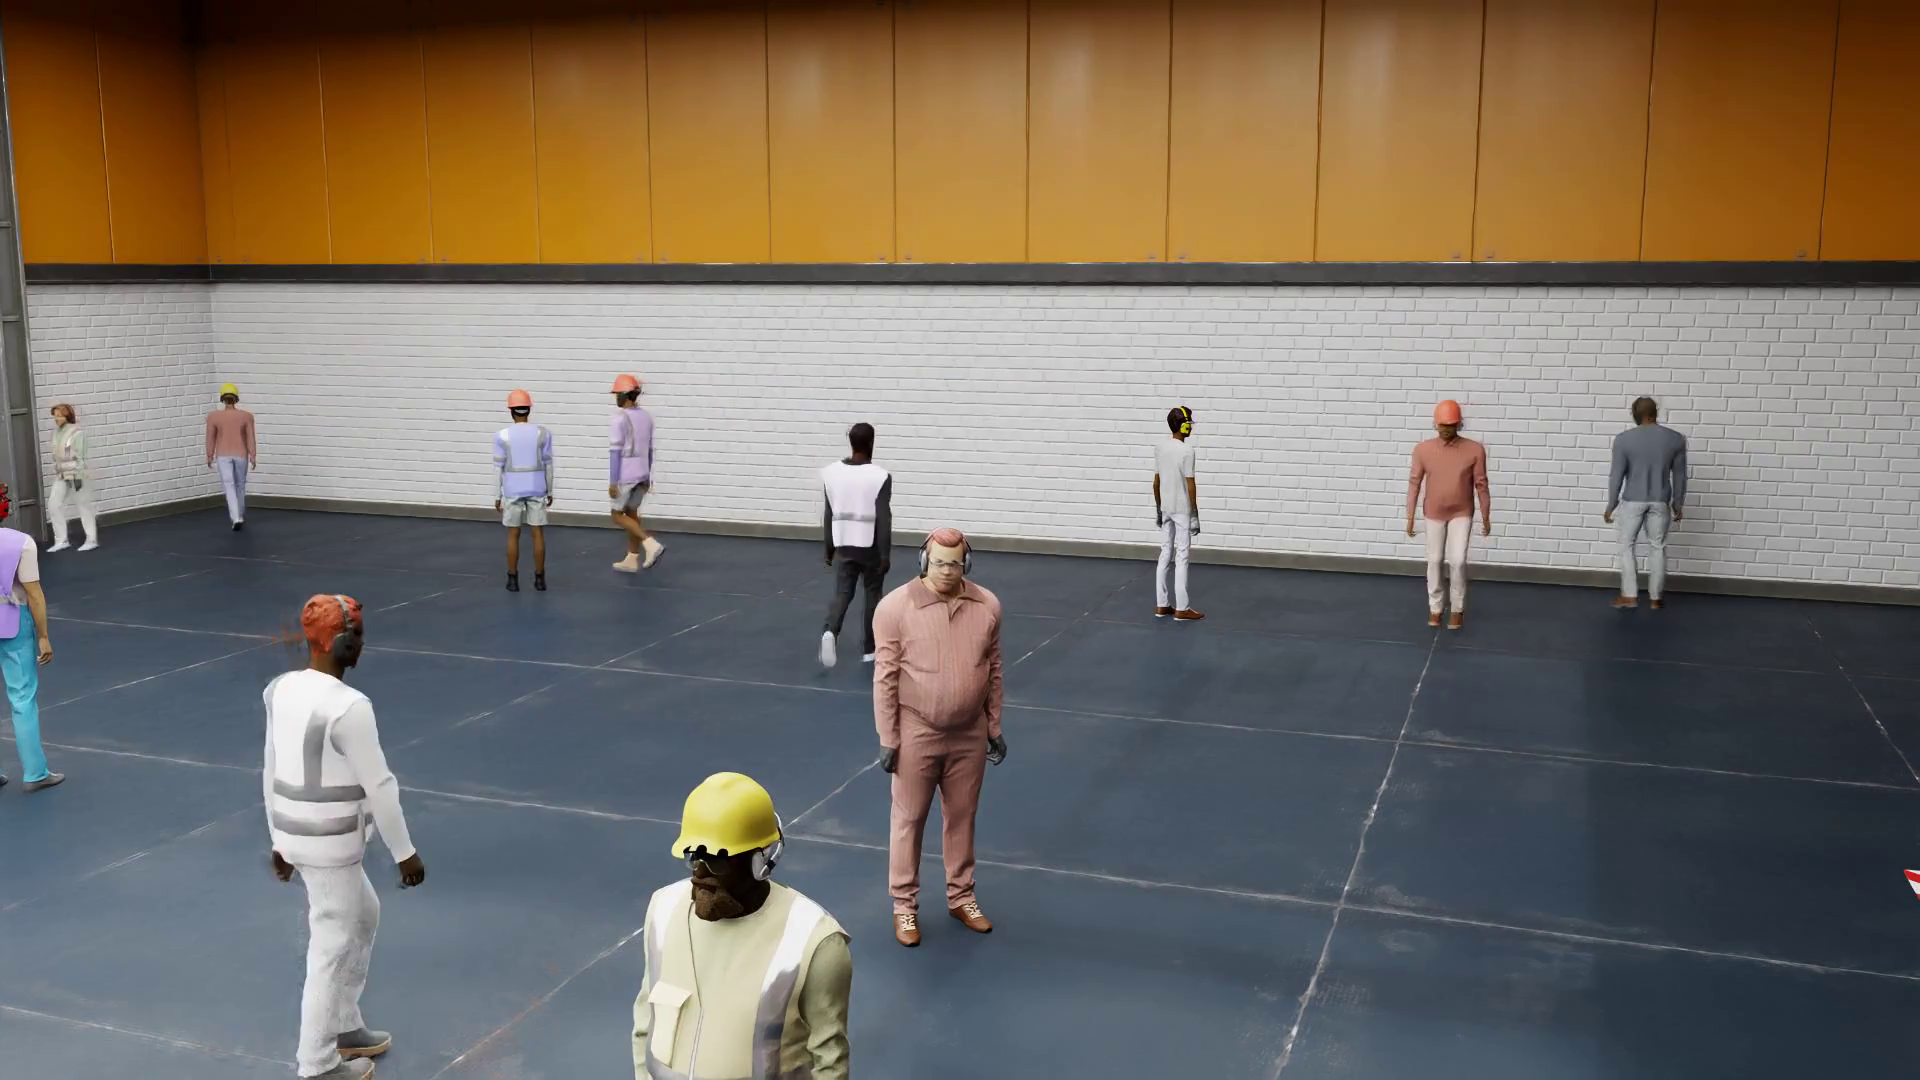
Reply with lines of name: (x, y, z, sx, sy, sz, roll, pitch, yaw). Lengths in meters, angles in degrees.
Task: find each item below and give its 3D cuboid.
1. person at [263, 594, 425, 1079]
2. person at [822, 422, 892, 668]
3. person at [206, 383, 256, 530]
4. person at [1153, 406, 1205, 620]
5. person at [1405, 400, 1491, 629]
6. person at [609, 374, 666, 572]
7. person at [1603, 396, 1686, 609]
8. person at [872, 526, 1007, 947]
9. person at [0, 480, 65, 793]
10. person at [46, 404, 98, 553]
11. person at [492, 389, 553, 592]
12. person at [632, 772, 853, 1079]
person: (-2.268, 1.119, 6.167, 0.570, 1.861, 0.604, 9, 13, 43)
person: (-0.805, 0.042, 12.762, 0.598, 1.892, 0.769, 4, 10, 22)
person: (-8.623, -0.990, 19.702, 0.529, 1.730, 0.902, -5, 11, -30)
person: (1.906, -0.235, 14.553, 0.328, 1.873, 0.520, -7, 11, -36)
person: (4.131, -0.209, 14.100, 0.699, 1.964, 0.623, 4, 10, 23)
person: (-3.257, -0.651, 16.663, 0.592, 2.024, 0.630, 4, 10, 25)
person: (6.158, -0.316, 14.923, 0.677, 1.922, 0.442, 1, 9, 5)
person: (-0.078, 0.877, 7.562, 0.636, 1.903, 0.405, -4, 10, -24)
person: (-5.578, 0.568, 9.640, 0.563, 1.848, 0.389, 0, 9, -2)
person: (-9.648, -0.658, 17.954, 0.539, 1.612, 0.627, 4, 10, 25)
person: (-4.148, -0.466, 15.801, 0.556, 1.933, 0.376, -3, 10, -18)
person: (-0.564, 1.463, 4.132, 0.589, 1.833, 0.404, 4, 10, 22)
